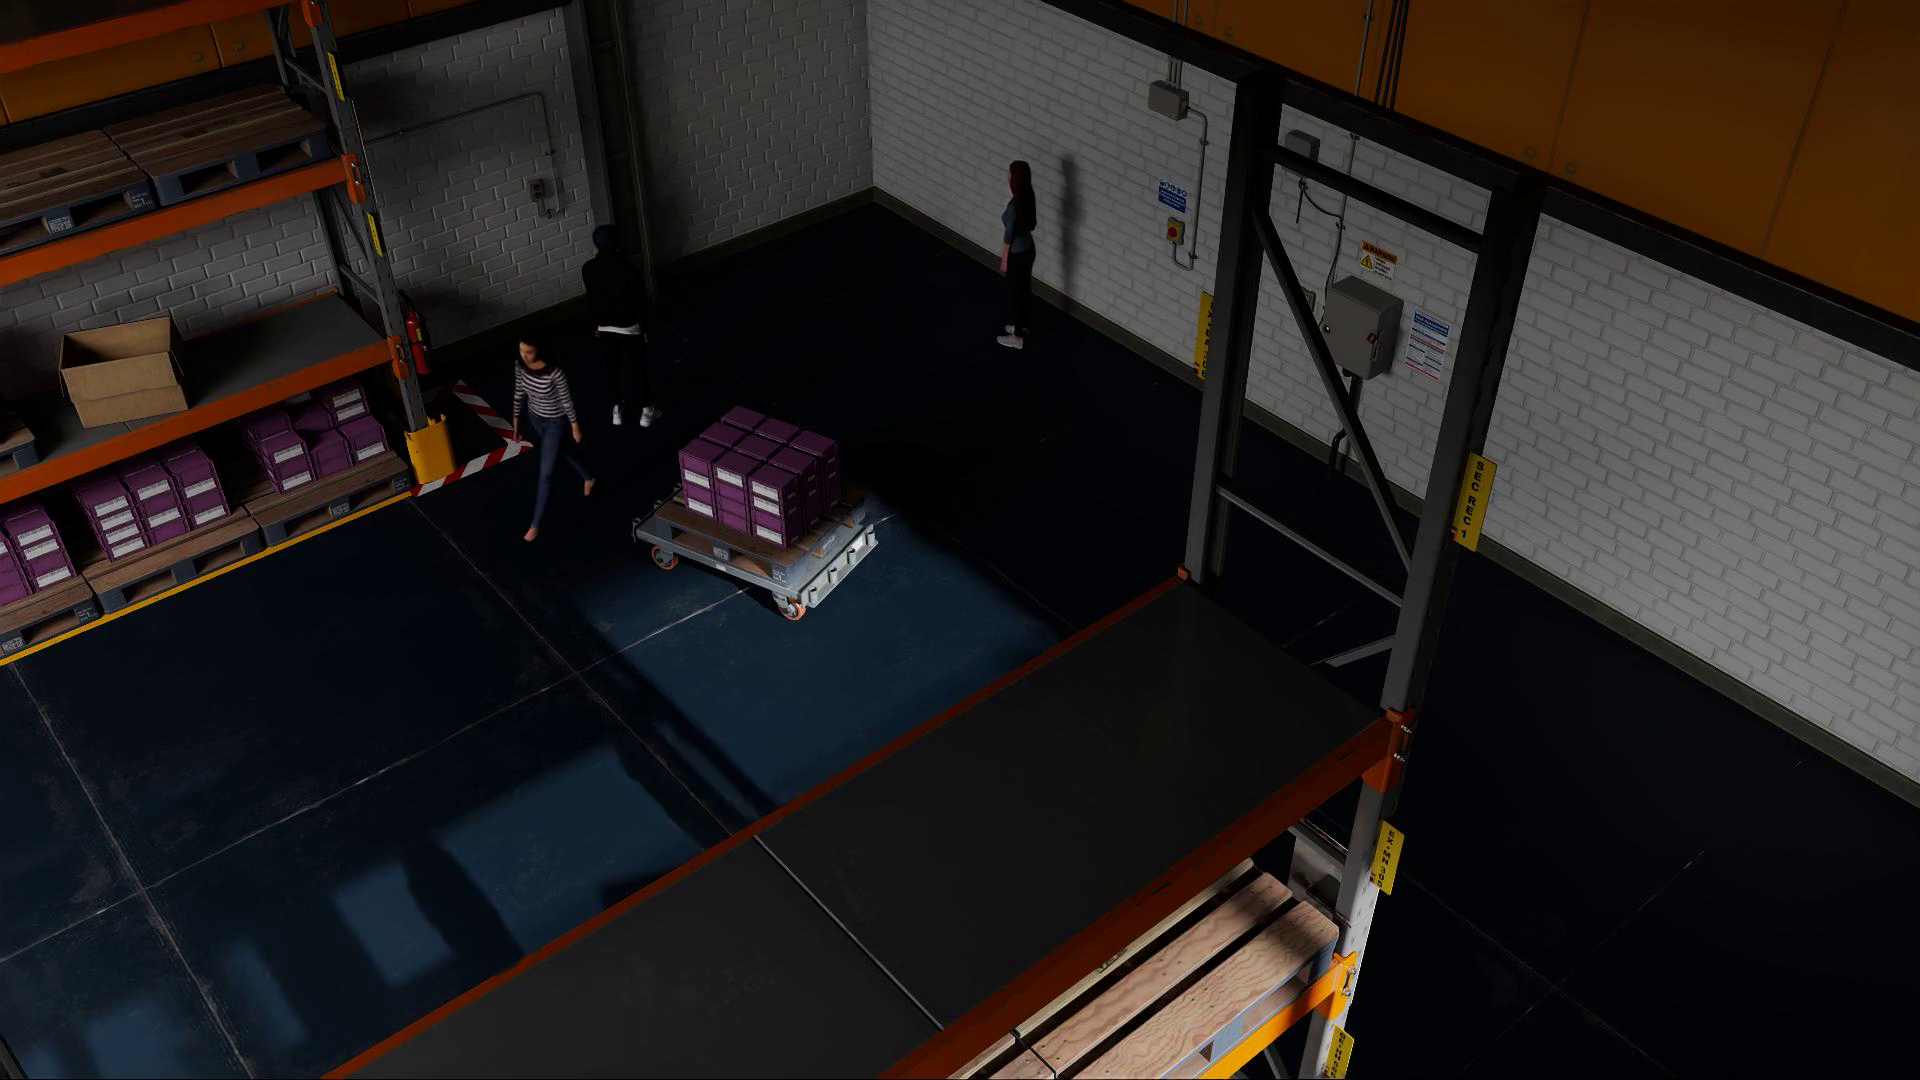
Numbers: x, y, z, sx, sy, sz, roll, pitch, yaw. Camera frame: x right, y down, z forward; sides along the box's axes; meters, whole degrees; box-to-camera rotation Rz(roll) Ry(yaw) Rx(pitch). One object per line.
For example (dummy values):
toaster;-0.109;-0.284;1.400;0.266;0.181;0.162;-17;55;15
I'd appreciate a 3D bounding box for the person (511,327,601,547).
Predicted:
person;-3.018;-0.867;12.531;0.940;1.725;1.265;20;43;23

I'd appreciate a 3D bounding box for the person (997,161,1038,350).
person;0.522;-2.496;14.556;0.704;1.743;0.581;20;43;23

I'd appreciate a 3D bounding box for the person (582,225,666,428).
person;-2.778;-1.749;13.561;0.763;1.818;0.794;8;39;10
